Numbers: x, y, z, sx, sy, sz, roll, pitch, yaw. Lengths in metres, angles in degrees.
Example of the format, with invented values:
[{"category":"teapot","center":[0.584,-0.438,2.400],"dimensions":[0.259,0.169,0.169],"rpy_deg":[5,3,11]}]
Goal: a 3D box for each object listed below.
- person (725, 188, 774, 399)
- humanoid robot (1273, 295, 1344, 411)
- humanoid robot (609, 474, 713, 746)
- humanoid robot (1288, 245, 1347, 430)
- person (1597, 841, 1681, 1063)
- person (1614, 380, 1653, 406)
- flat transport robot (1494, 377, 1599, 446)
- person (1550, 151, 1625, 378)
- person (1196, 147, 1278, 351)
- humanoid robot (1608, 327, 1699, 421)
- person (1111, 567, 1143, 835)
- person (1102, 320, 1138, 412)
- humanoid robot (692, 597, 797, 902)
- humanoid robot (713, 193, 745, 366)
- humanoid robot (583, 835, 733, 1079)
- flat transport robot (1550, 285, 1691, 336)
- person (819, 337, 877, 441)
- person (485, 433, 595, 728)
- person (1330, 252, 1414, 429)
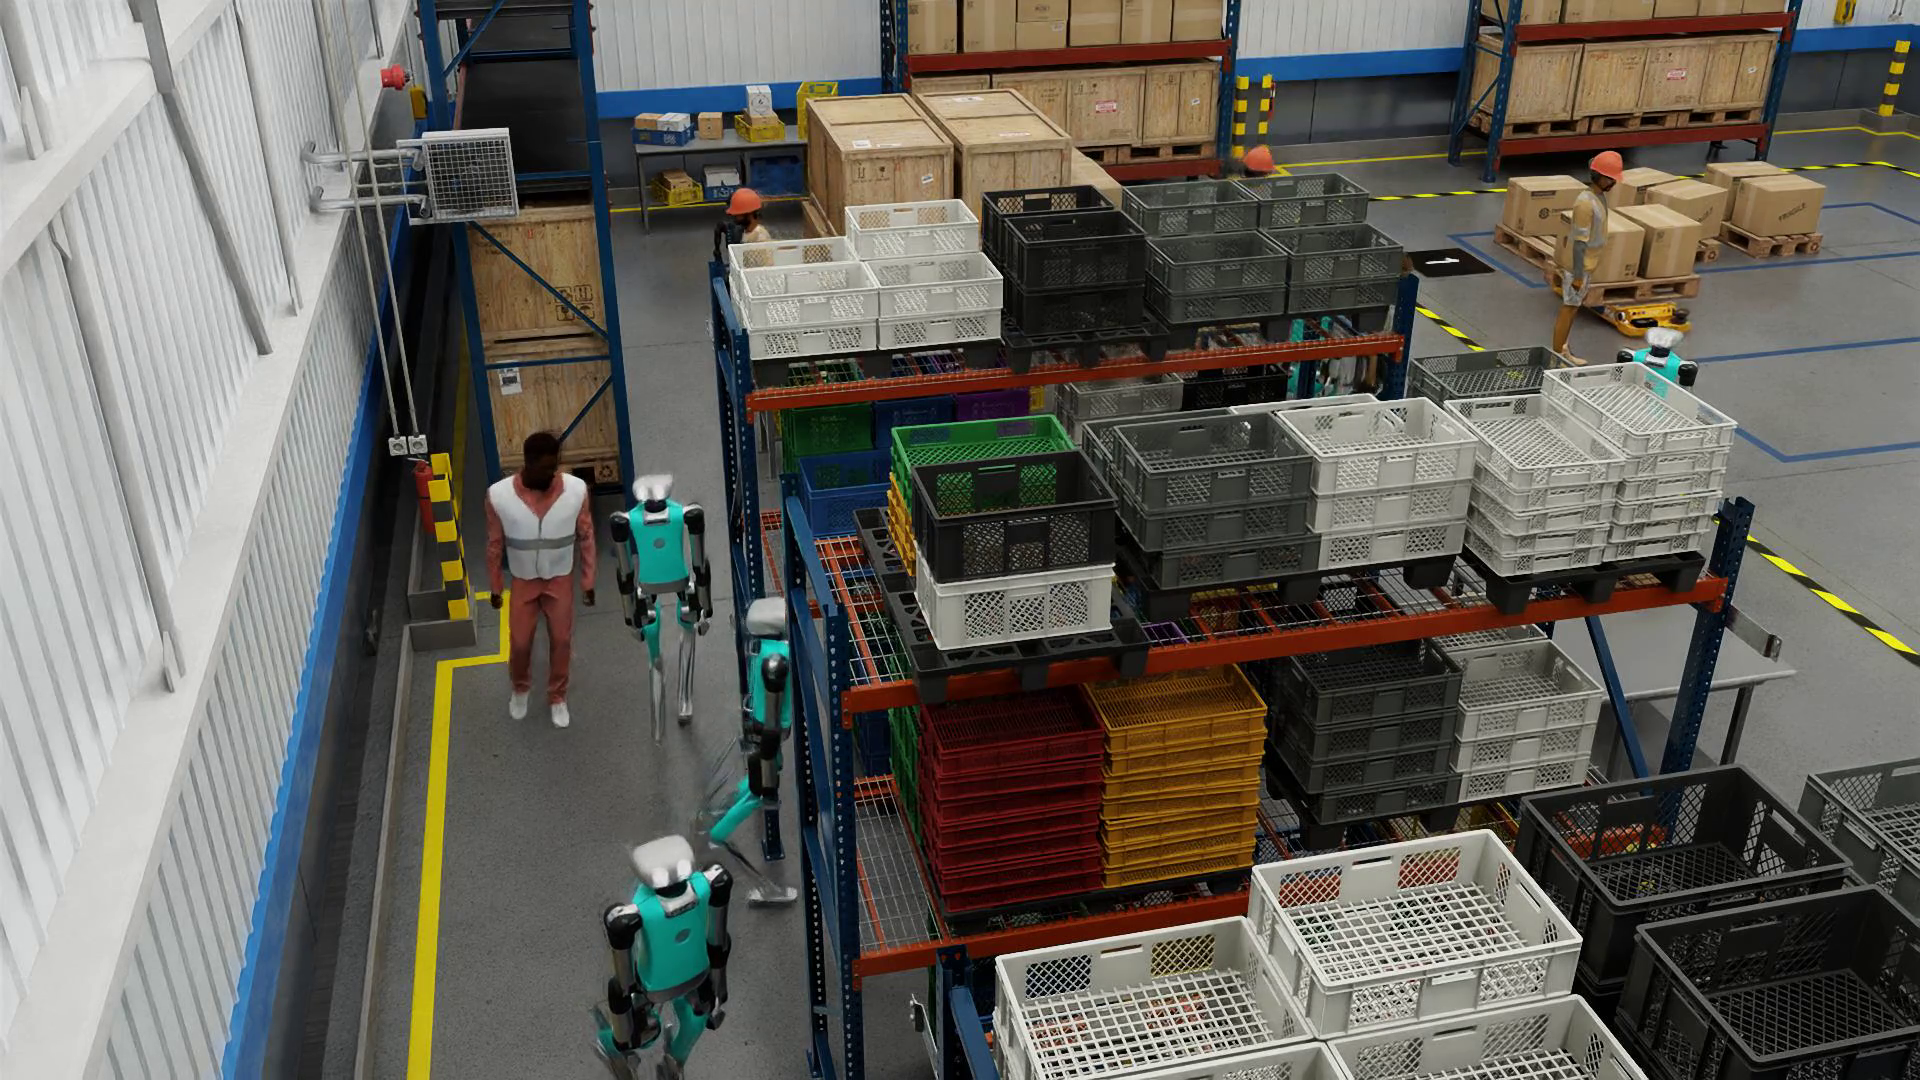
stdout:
[{"category":"person","center":[-1.668,-2.108,14.299],"dimensions":[0.839,1.905,0.541],"rpy_deg":[-8,29,-15]},{"category":"humanoid robot","center":[2.751,-1.383,13.103],"dimensions":[0.599,1.781,0.863],"rpy_deg":[10,29,19]},{"category":"humanoid robot","center":[-1.730,0.351,9.829],"dimensions":[0.540,1.812,0.770],"rpy_deg":[-5,28,-9]},{"category":"humanoid robot","center":[2.944,-1.560,13.448],"dimensions":[0.809,1.782,0.531],"rpy_deg":[-10,29,-18]},{"category":"person","center":[2.624,1.945,6.772],"dimensions":[0.493,1.742,0.301],"rpy_deg":[14,31,25]},{"category":"person","center":[4.164,-0.163,10.637],"dimensions":[0.333,1.873,0.517],"rpy_deg":[-2,28,-4]},{"category":"flat transport robot","center":[4.780,-1.036,14.013],"dimensions":[0.659,0.231,1.431],"rpy_deg":[-6,28,-12]},{"category":"person","center":[5.575,-2.453,14.812],"dimensions":[0.389,2.033,0.605],"rpy_deg":[14,31,25]},{"category":"person","center":[2.618,-2.584,15.111],"dimensions":[1.065,1.982,0.629],"rpy_deg":[-7,29,-13]},{"category":"humanoid robot","center":[4.880,-0.780,11.808],"dimensions":[0.533,1.677,0.735],"rpy_deg":[16,32,28]},{"category":"person","center":[0.788,0.910,8.619],"dimensions":[0.336,1.862,0.522],"rpy_deg":[-7,29,-14]},{"category":"person","center":[1.086,-0.832,12.032],"dimensions":[0.600,1.747,0.543],"rpy_deg":[4,28,8]},{"category":"humanoid robot","center":[-1.186,1.158,8.361],"dimensions":[0.838,1.866,0.554],"rpy_deg":[-3,28,-5]},{"category":"humanoid robot","center":[-1.960,-2.284,14.853],"dimensions":[0.599,1.657,0.315],"rpy_deg":[15,31,25]},{"category":"humanoid robot","center":[-1.283,1.912,6.932],"dimensions":[0.538,1.856,0.744],"rpy_deg":[-20,34,-33]},{"category":"flat transport robot","center":[6.561,-2.386,16.543],"dimensions":[0.652,0.197,1.431],"rpy_deg":[-6,28,-12]},{"category":"person","center":[-0.820,-0.915,12.096],"dimensions":[0.431,1.843,0.622],"rpy_deg":[-7,29,-14]},{"category":"person","center":[-2.470,0.229,9.882],"dimensions":[0.639,1.887,0.462],"rpy_deg":[-8,29,-15]},{"category":"person","center":[3.334,-1.453,13.172],"dimensions":[0.838,1.795,0.567],"rpy_deg":[5,28,10]}]
